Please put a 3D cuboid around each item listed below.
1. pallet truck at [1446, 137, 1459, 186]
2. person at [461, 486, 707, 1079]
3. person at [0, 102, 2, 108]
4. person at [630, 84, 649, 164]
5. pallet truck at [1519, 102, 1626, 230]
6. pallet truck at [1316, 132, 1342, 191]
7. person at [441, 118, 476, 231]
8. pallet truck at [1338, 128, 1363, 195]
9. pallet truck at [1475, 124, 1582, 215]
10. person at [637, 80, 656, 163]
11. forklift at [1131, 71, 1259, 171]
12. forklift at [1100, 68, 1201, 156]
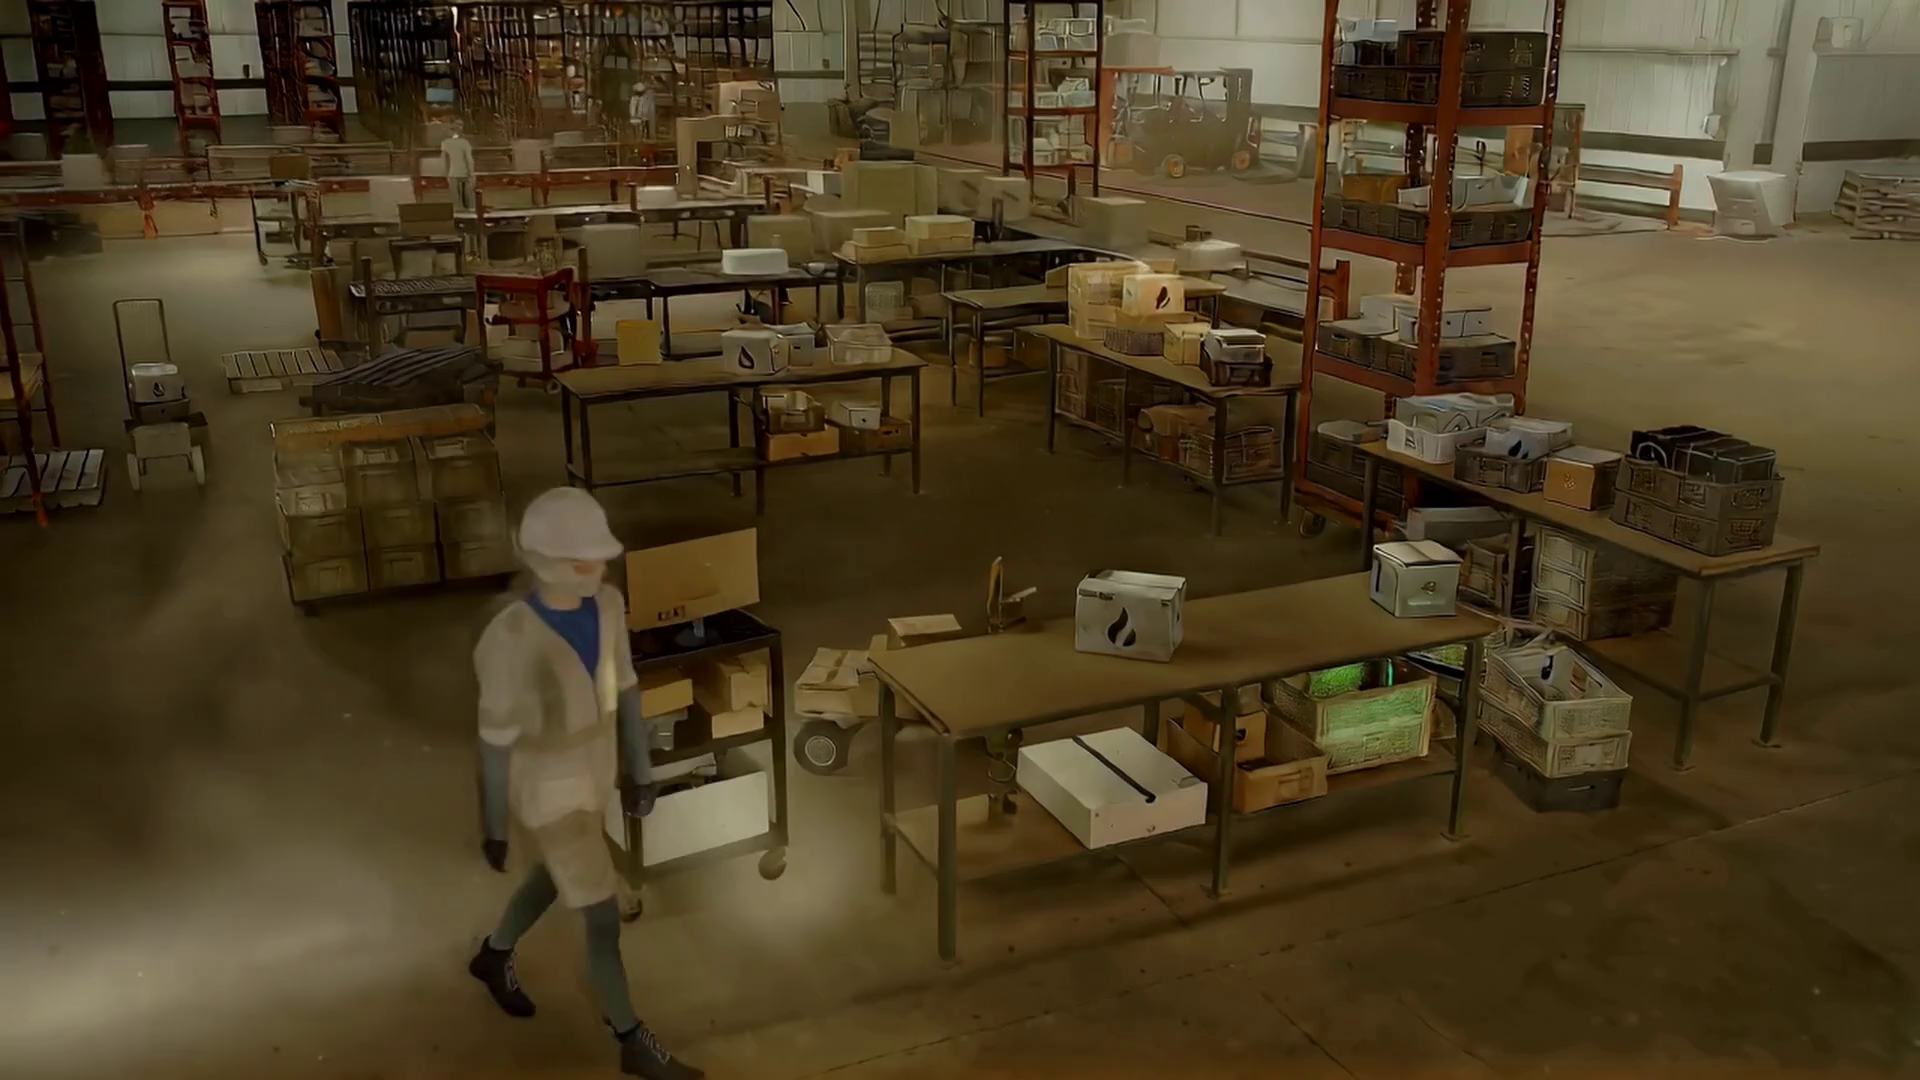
[{"bbox_3d":[9.184,-6.485,29.328,1.630,1.274,0.653,-8,19,-23],"label":"pallet truck"},{"bbox_3d":[-1.313,0.769,5.367,1.034,2.001,0.619,8,19,23],"label":"person"},{"bbox_3d":[-28.014,-12.815,48.384,0.373,1.843,0.572,0,18,0],"label":"person"},{"bbox_3d":[-7.275,-9.545,38.143,0.620,1.800,0.609,-13,22,-36],"label":"person"},{"bbox_3d":[9.972,-6.037,26.785,1.885,1.965,0.823,-9,20,-25],"label":"pallet truck"},{"bbox_3d":[7.723,-7.504,32.656,1.601,1.201,0.680,-8,19,-23],"label":"pallet truck"},{"bbox_3d":[-7.885,-5.736,26.213,0.524,1.769,0.308,4,18,12],"label":"person"},{"bbox_3d":[7.845,-7.140,31.411,1.522,1.261,0.704,-9,20,-25],"label":"pallet truck"},{"bbox_3d":[9.707,-6.455,28.103,1.885,1.965,0.823,-7,19,-20],"label":"pallet truck"},{"bbox_3d":[-7.048,-9.337,37.335,0.400,1.903,0.645,-5,18,-17],"label":"person"},{"bbox_3d":[4.998,-8.936,35.413,2.680,1.987,1.157,-9,20,-25],"label":"forklift"},{"bbox_3d":[4.082,-9.564,37.410,2.680,1.987,1.157,-8,19,-23],"label":"forklift"}]
